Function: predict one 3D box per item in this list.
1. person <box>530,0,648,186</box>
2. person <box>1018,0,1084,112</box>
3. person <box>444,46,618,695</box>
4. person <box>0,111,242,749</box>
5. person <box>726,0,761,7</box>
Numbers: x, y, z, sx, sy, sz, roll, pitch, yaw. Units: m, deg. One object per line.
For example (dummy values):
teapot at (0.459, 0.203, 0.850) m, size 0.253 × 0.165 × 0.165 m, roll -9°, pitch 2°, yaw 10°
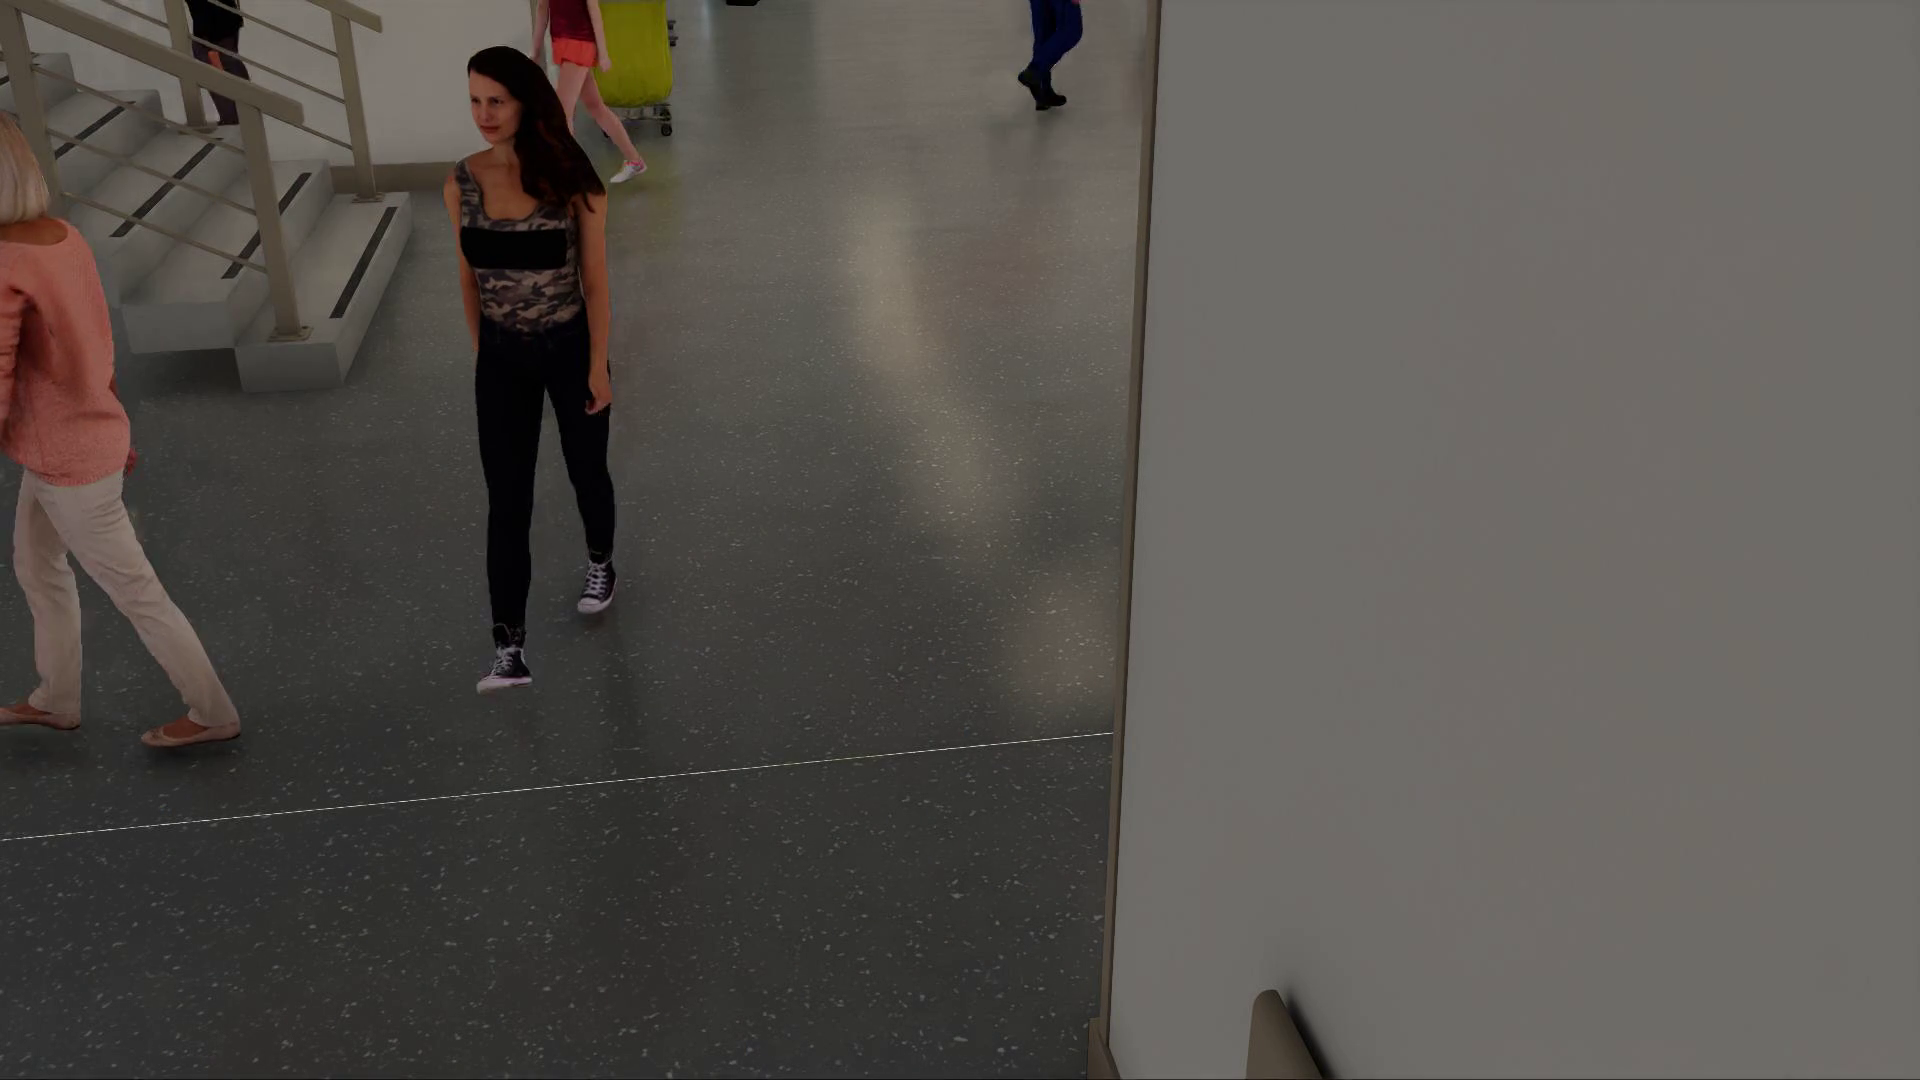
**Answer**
person at (-2.148, -2.817, 9.581) m, size 1.037 × 1.696 × 1.214 m, roll 22°, pitch 34°, yaw 38°
person at (0.591, -3.979, 11.787) m, size 0.968 × 1.872 × 0.896 m, roll -22°, pitch 34°, yaw -38°
person at (-1.146, -0.496, 4.742) m, size 1.145 × 1.717 × 0.821 m, roll 1°, pitch 26°, yaw 1°
person at (-2.134, -0.209, 4.171) m, size 0.900 × 1.696 × 0.605 m, roll -5°, pitch 26°, yaw -10°
person at (-2.299, -6.392, 16.846) m, size 0.658 × 1.825 × 0.731 m, roll 0°, pitch 26°, yaw -1°
